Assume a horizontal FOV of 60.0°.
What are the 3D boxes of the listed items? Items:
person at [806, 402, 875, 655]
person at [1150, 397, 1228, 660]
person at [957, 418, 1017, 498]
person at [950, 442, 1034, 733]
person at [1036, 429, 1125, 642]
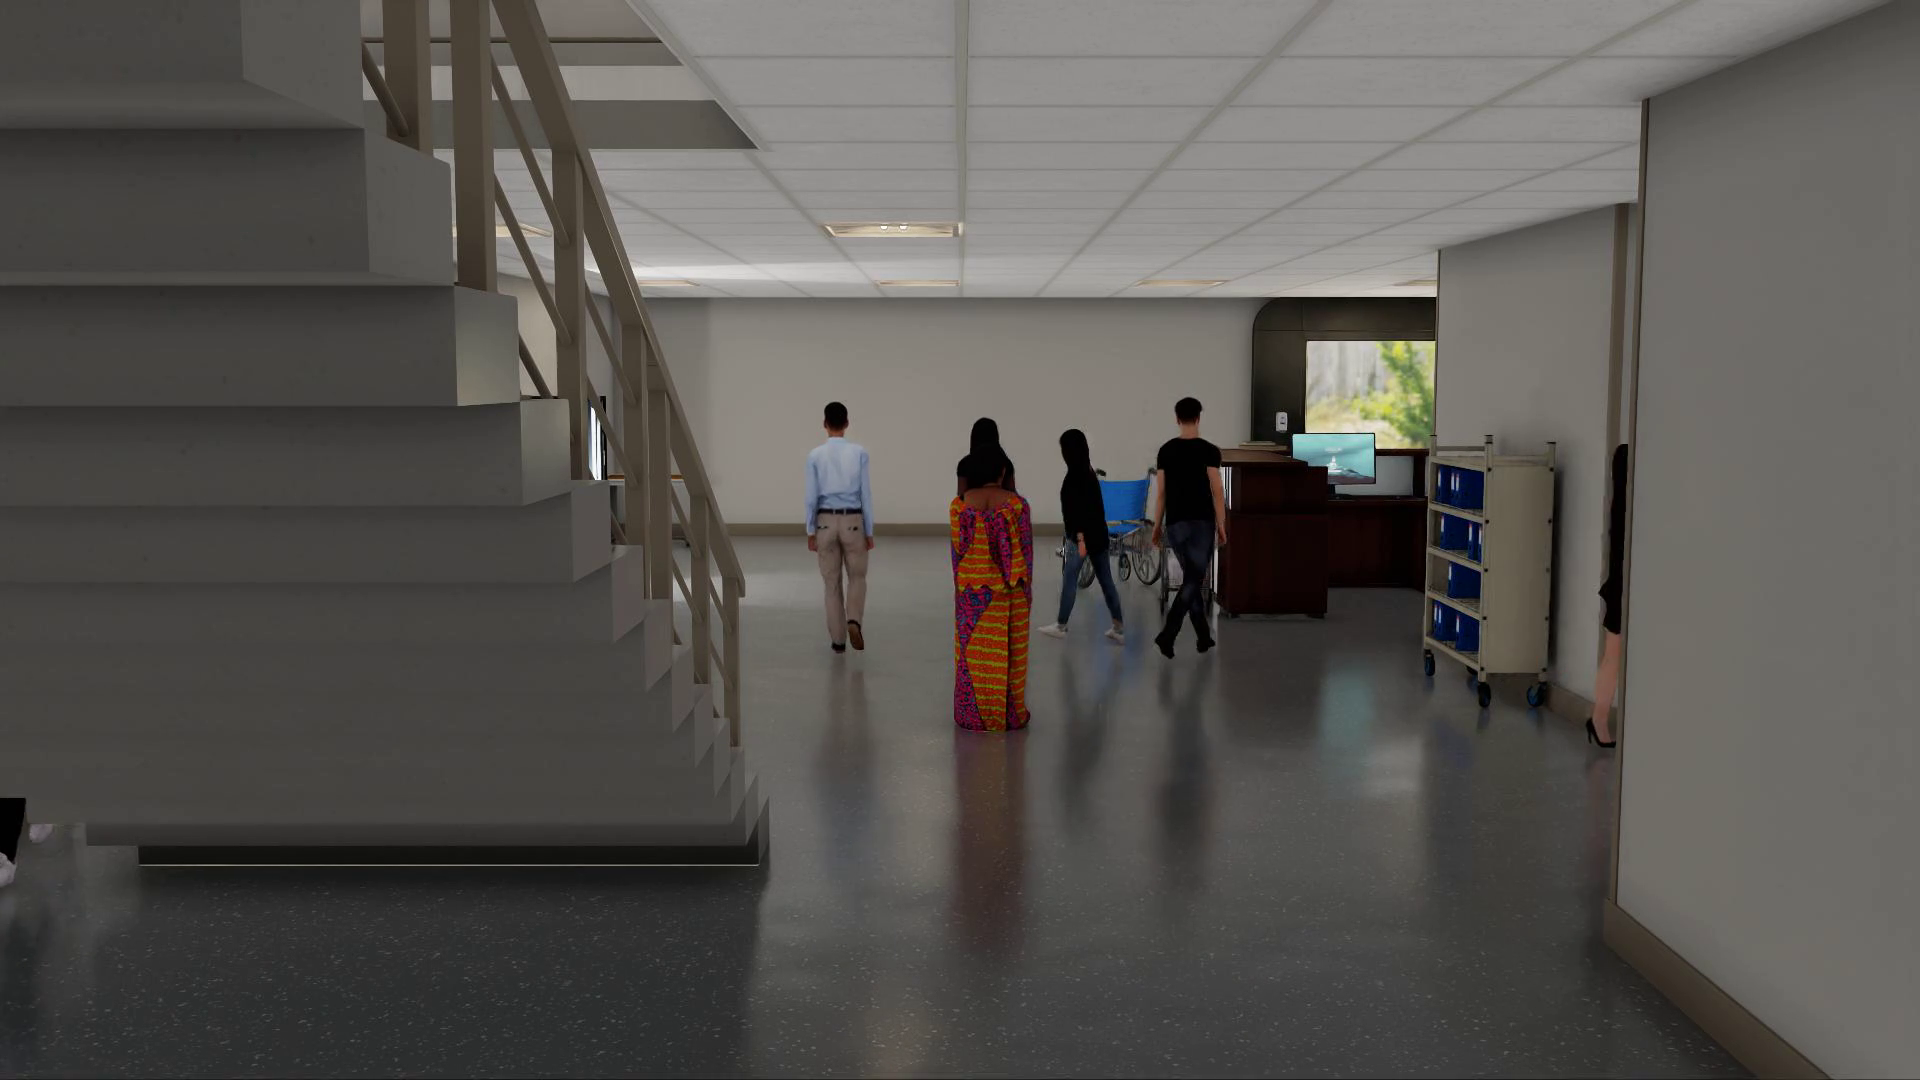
[{"bbox_3d":[-0.852,-0.059,11.976,0.702,1.826,0.881,-1,6,-6],"label":"person"},{"bbox_3d":[1.596,-0.049,11.790,1.130,1.844,1.309,4,7,35],"label":"person"},{"bbox_3d":[0.214,-0.029,12.239,0.710,1.712,0.815,-2,6,-15],"label":"person"},{"bbox_3d":[0.181,0.244,9.661,0.693,1.686,0.706,1,6,11],"label":"person"},{"bbox_3d":[1.022,-0.013,12.613,0.960,1.605,0.965,4,7,36],"label":"person"}]
